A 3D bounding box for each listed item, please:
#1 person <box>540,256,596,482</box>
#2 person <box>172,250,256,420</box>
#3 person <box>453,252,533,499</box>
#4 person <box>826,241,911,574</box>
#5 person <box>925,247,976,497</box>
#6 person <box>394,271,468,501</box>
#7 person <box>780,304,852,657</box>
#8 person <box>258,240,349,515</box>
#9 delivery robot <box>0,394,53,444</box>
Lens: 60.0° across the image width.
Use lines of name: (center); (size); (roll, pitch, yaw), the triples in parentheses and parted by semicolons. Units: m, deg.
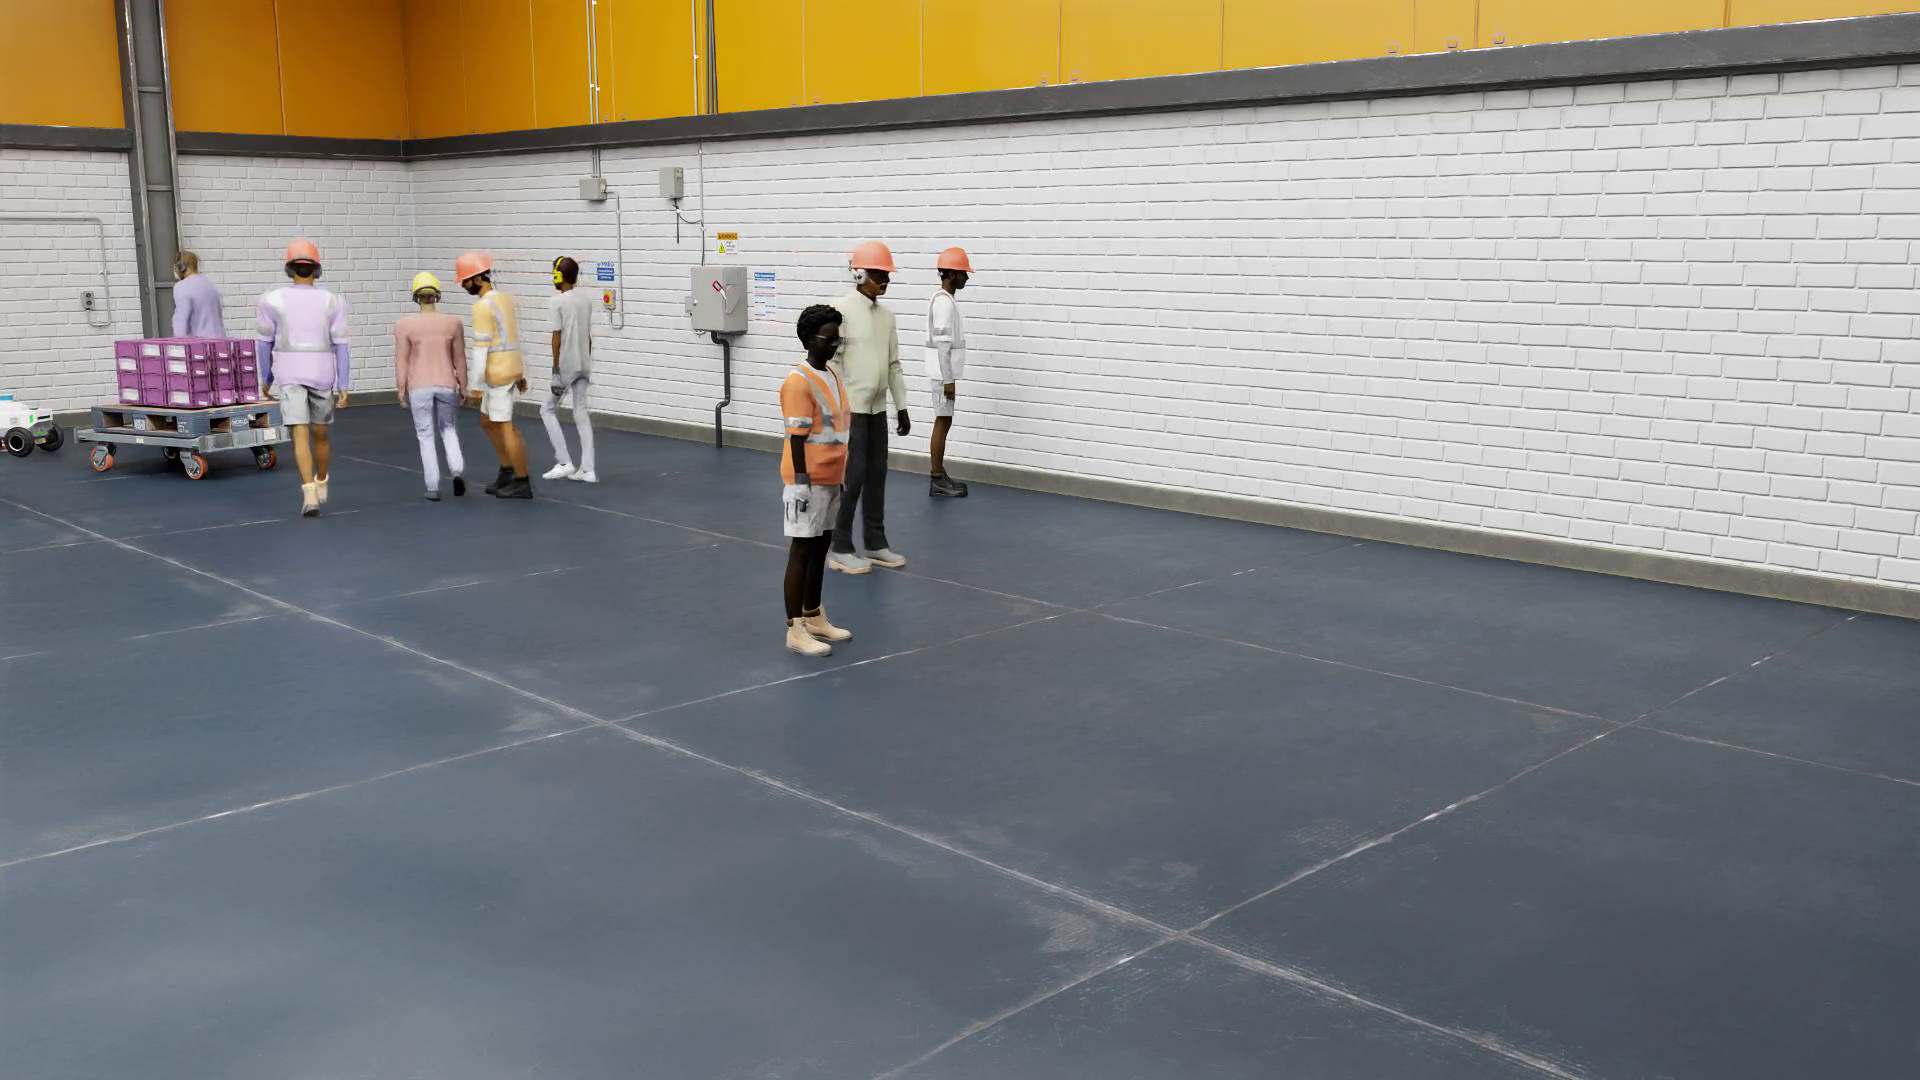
person: (-3.249, -1.395, 13.677); (0.593, 1.849, 0.540); (6, 12, 30)
person: (-7.172, -1.827, 15.945); (0.950, 1.893, 0.716); (0, 10, 2)
person: (-3.553, -1.235, 12.678); (0.575, 1.889, 0.632); (1, 10, 4)
person: (-0.567, -0.806, 10.089); (0.437, 1.982, 0.660); (7, 13, 34)
person: (-0.076, -1.296, 12.922); (0.388, 1.929, 0.545); (0, 10, 1)
person: (-4.020, -1.158, 12.663); (0.525, 1.754, 0.389); (-6, 12, -31)
person: (-0.696, -0.297, 8.094); (0.319, 1.698, 0.538); (3, 11, 17)
person: (-4.800, -1.196, 12.231); (0.612, 1.990, 1.074); (-6, 12, -28)
delivery robot: (-8.802, -1.109, 15.392); (0.707, 0.478, 0.477); (1, 10, 7)
